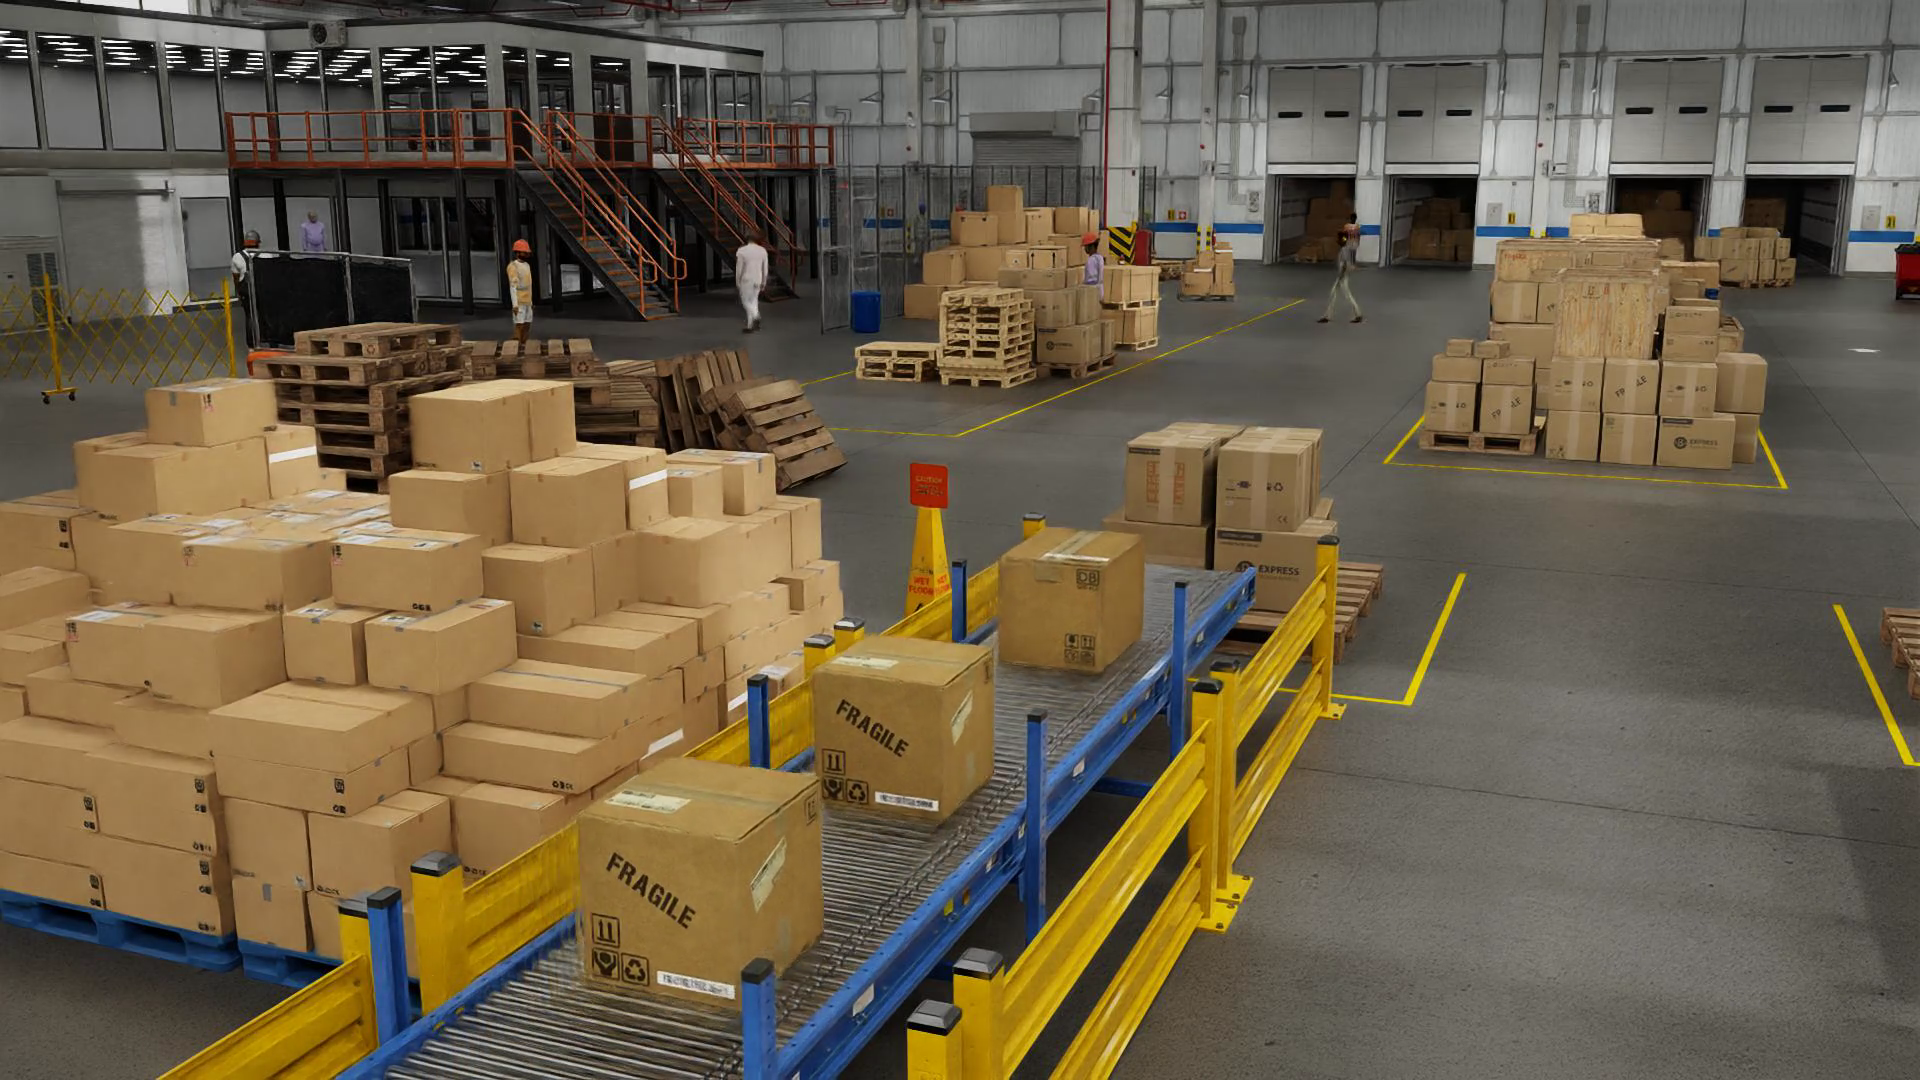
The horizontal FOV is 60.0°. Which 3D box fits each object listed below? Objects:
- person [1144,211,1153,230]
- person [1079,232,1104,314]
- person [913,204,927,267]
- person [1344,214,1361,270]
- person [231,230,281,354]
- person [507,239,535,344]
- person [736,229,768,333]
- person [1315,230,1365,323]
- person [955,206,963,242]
[{"bbox_3d":[5.861,-9.446,52.116,0.399,1.739,0.615,4,13,19],"label":"person"},{"bbox_3d":[2.077,-3.849,26.366,0.388,2.034,0.605,3,13,15],"label":"person"},{"bbox_3d":[-1.190,-9.514,51.972,0.607,1.947,0.406,-10,16,-39],"label":"person"},{"bbox_3d":[11.851,-9.014,50.298,0.532,1.696,0.318,-2,13,-7],"label":"person"},{"bbox_3d":[-11.602,-4.099,27.473,0.682,2.000,0.538,-2,13,-9],"label":"person"},{"bbox_3d":[-6.829,-3.727,26.041,0.364,1.934,0.553,3,13,14],"label":"person"},{"bbox_3d":[-3.824,-4.764,30.733,0.646,1.916,0.538,-9,15,-34],"label":"person"},{"bbox_3d":[7.595,-5.198,32.901,0.953,1.832,0.535,1,13,5],"label":"person"},{"bbox_3d":[0.001,-8.457,47.120,0.614,1.993,0.395,5,13,21],"label":"person"}]
